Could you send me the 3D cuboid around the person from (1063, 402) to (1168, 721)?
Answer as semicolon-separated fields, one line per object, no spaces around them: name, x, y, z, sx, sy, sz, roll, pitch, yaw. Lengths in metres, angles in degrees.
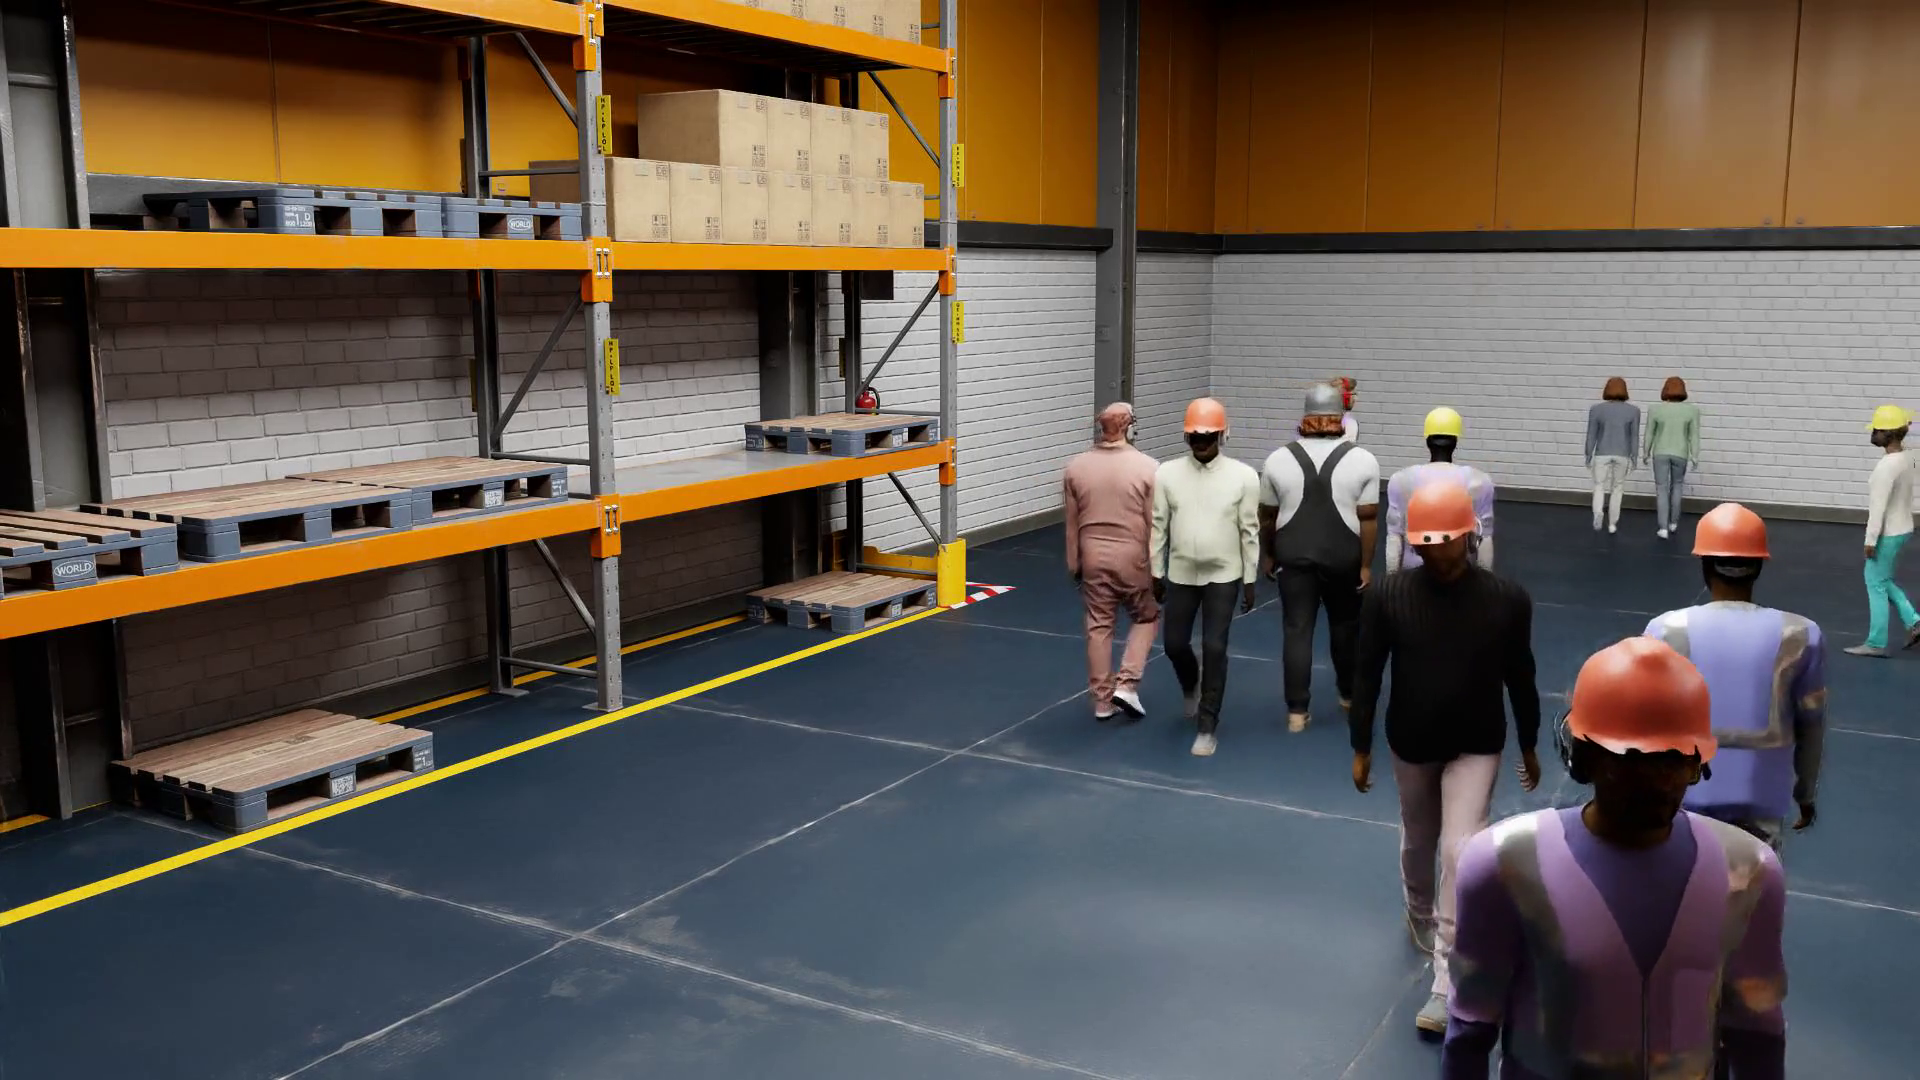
person;0.935;0.136;9.812;0.670;1.894;0.432;5;10;29

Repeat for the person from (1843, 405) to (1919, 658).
person;6.366;-0.046;11.382;0.551;1.751;0.427;-9;13;-44

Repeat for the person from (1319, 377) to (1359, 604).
person;2.988;-0.377;13.217;0.438;1.831;0.600;-3;10;-18

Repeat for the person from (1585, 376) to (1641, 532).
person;6.604;-0.848;16.845;0.507;1.615;0.603;3;10;19

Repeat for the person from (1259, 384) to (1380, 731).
person;2.143;0.059;9.851;0.694;2.000;0.896;3;10;20

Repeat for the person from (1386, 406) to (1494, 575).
person;2.712;0.198;9.440;0.595;1.904;0.811;2;9;15

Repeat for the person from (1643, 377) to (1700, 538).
person;7.188;-0.852;16.870;0.508;1.601;0.748;3;9;15

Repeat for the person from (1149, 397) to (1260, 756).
person;1.373;0.177;9.333;0.625;1.976;0.673;3;10;17

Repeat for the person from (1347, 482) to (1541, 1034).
person;1.776;0.722;6.103;0.686;1.929;1.029;3;10;18

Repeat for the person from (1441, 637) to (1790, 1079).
person;1.247;1.145;3.235;0.619;2.003;1.052;0;9;-2

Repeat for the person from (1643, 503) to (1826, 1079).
person;2.557;0.821;5.569;0.570;1.891;0.957;4;10;23
